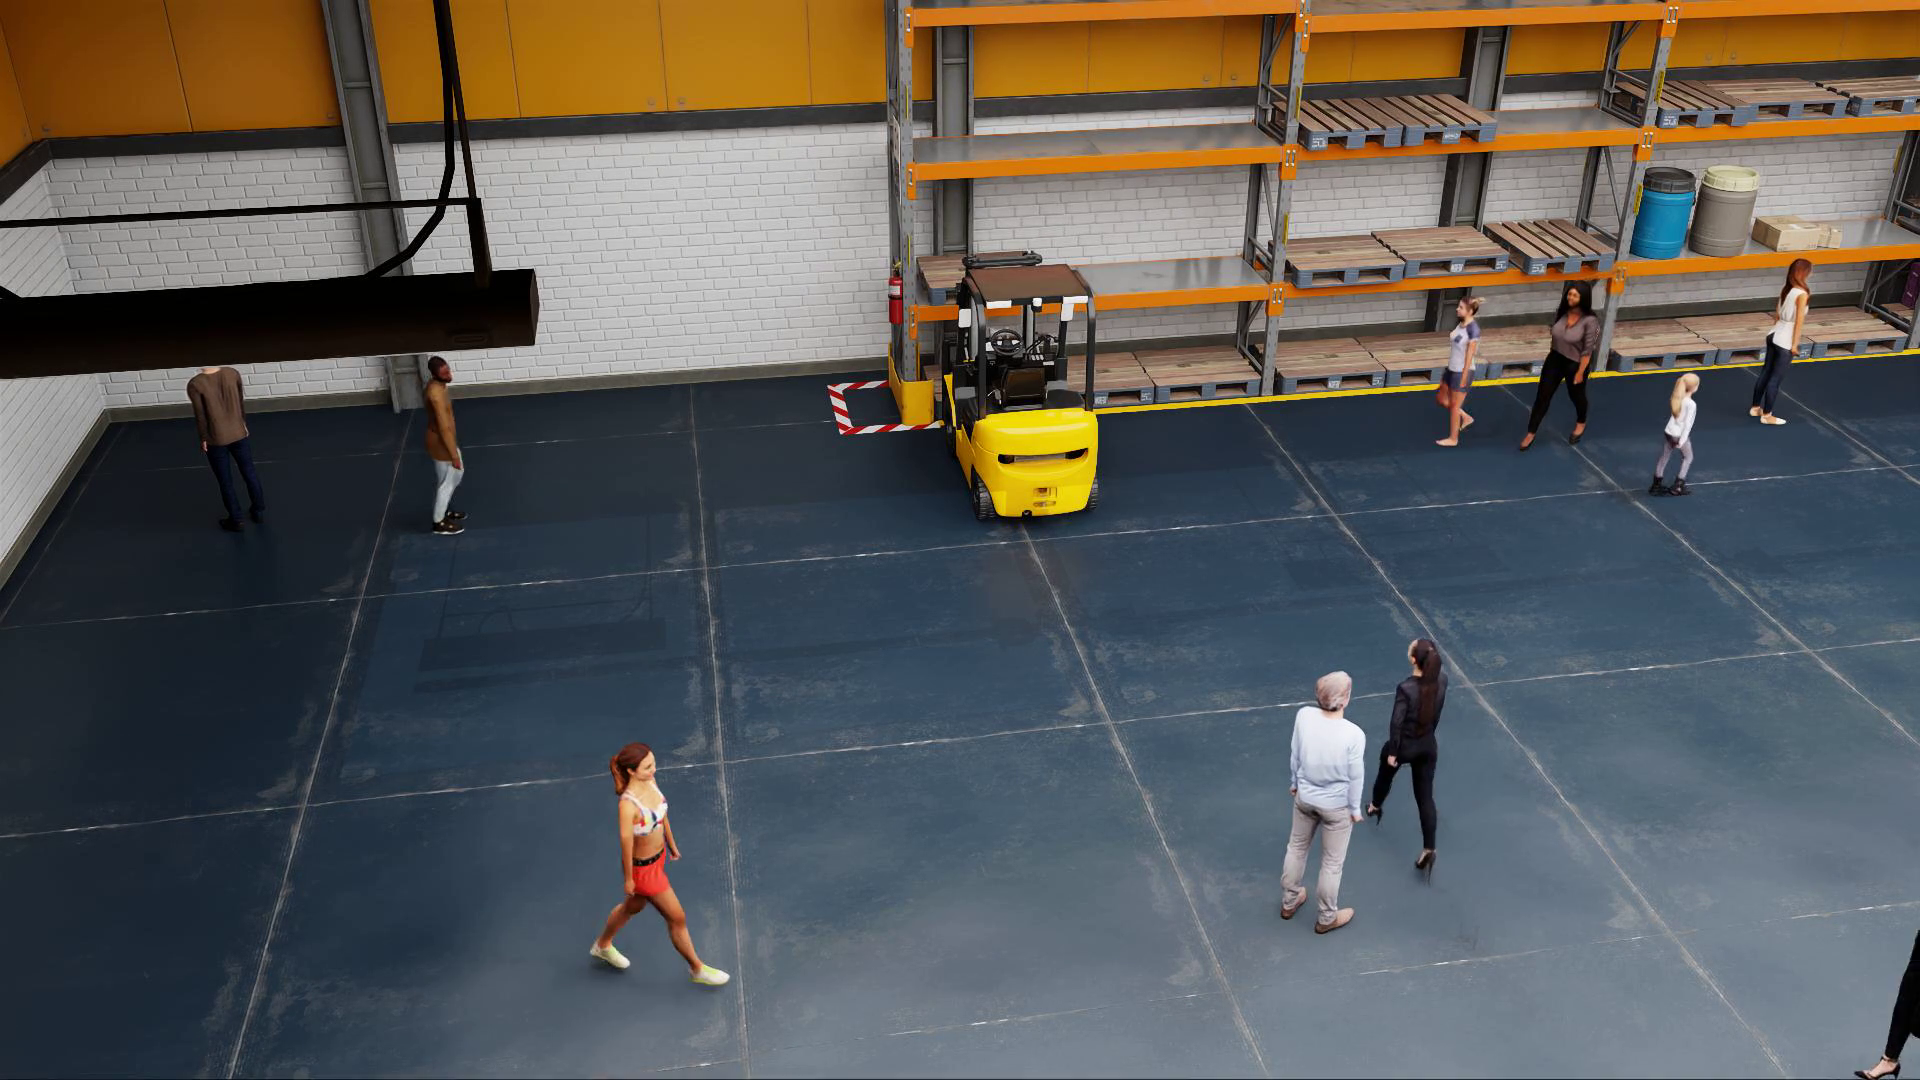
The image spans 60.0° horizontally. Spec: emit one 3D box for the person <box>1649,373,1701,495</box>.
[{"bbox_3d":[6.875,-1.008,16.062,0.656,1.266,0.546,-10,30,-18],"label":"person"}]

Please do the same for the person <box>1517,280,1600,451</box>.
[{"bbox_3d":[6.237,-1.755,16.894,1.274,1.782,1.043,-21,35,-34],"label":"person"}]

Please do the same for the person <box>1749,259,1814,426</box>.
[{"bbox_3d":[8.654,-2.097,17.517,0.552,1.785,0.603,-1,29,-2],"label":"person"}]

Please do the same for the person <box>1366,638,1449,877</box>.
[{"bbox_3d":[3.076,1.454,11.126,1.031,1.672,0.750,-9,30,-16],"label":"person"}]

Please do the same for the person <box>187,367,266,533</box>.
[{"bbox_3d":[-6.787,-0.978,15.360,0.800,1.887,0.730,20,35,33],"label":"person"}]

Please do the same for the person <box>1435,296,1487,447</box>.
[{"bbox_3d":[5.190,-1.722,17.012,0.668,1.611,0.581,-3,29,-5],"label":"person"}]

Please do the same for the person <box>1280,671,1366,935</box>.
[{"bbox_3d":[2.300,1.651,10.532,0.752,1.893,0.784,24,37,36],"label":"person"}]

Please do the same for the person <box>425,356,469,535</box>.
[{"bbox_3d":[-4.799,-0.859,15.251,0.632,1.782,0.680,-13,31,-22],"label":"person"}]

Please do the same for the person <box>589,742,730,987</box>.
[{"bbox_3d":[-1.984,1.973,10.096,1.219,1.746,0.875,6,29,10],"label":"person"}]
